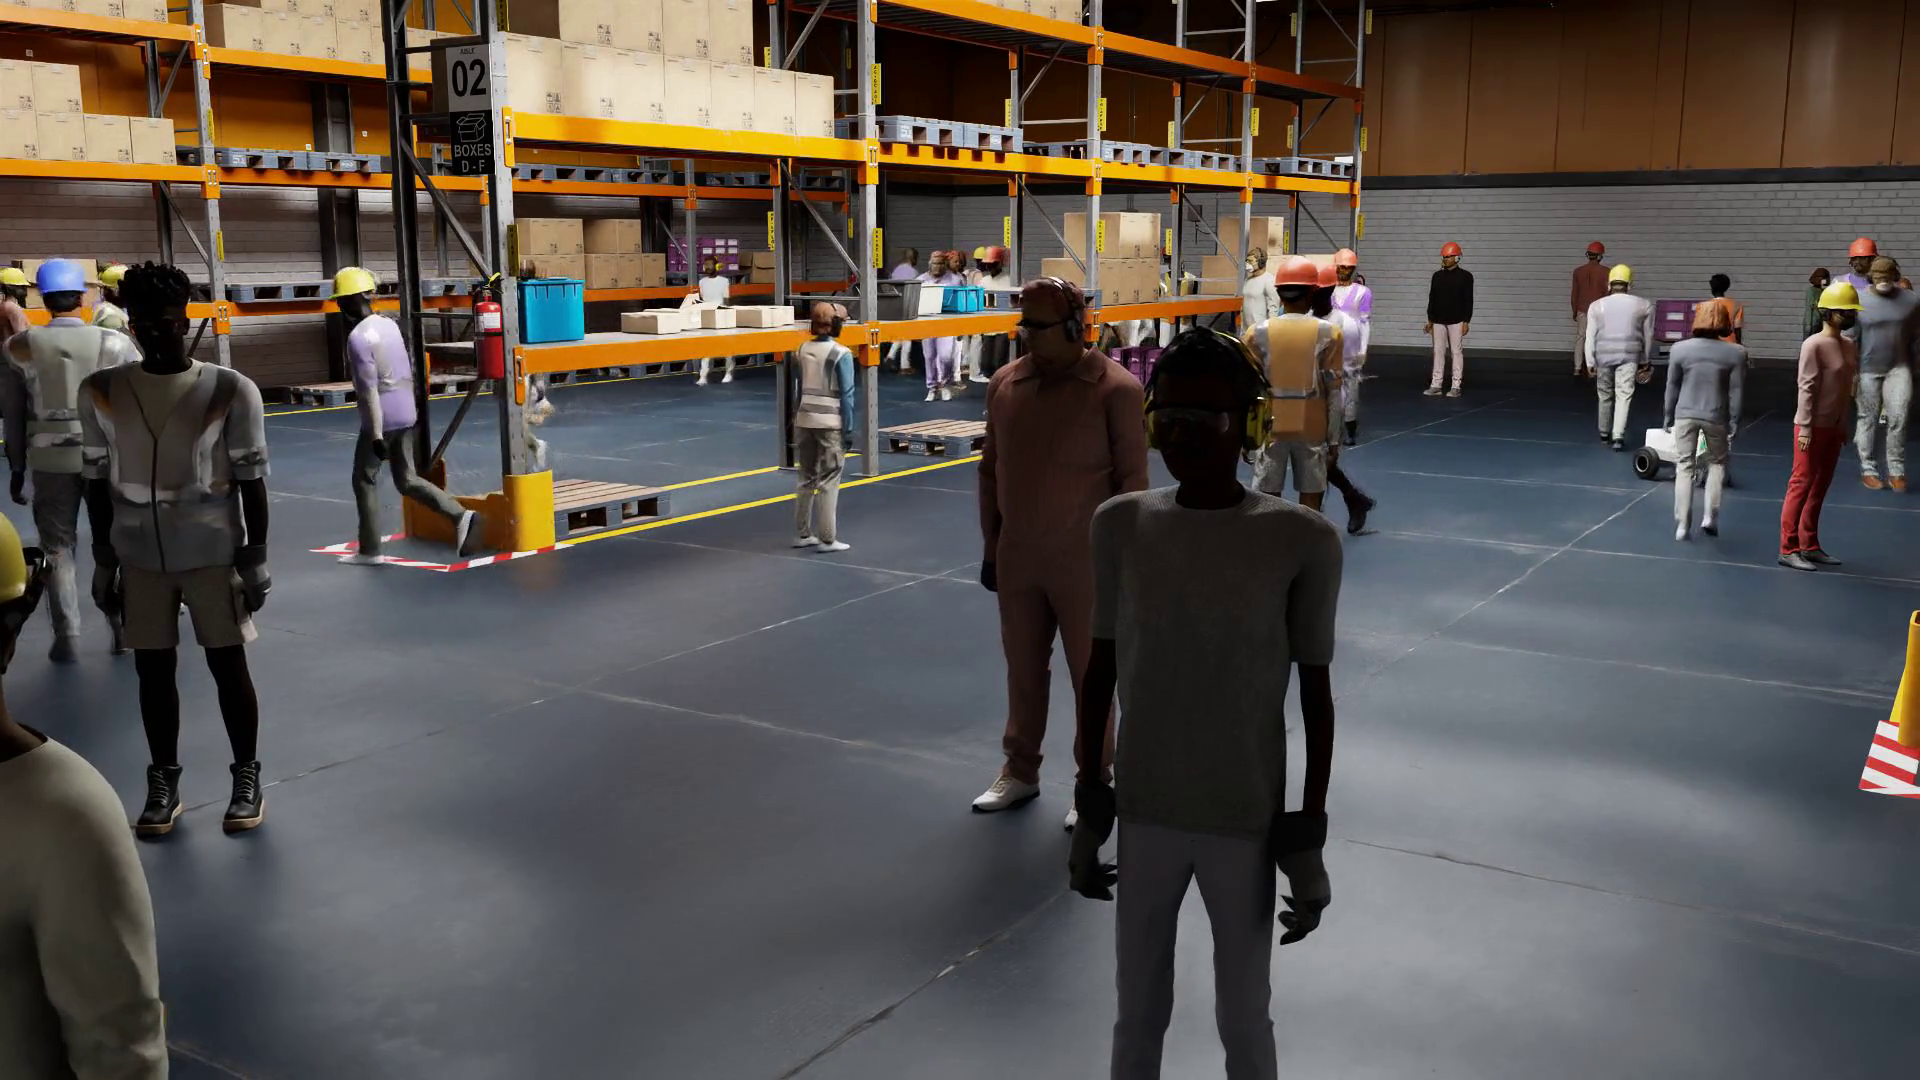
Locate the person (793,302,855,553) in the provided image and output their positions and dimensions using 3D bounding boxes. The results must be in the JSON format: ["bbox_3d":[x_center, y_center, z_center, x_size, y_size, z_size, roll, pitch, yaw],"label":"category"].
[{"bbox_3d":[-0.883,-0.726,10.821,0.517,1.621,0.333,9,14,42],"label":"person"}]

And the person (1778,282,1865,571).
[{"bbox_3d":[5.336,-0.696,10.247,0.533,1.767,0.327,-8,13,-36],"label":"person"}]

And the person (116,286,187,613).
[{"bbox_3d":[-4.387,-0.518,9.044,0.345,1.846,0.506,0,10,0],"label":"person"}]

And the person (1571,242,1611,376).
[{"bbox_3d":[9.439,-3.446,24.845,0.611,1.996,0.378,10,14,43],"label":"person"}]

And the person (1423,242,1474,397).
[{"bbox_3d":[6.327,-2.850,21.545,0.381,1.994,0.622,-9,14,-42],"label":"person"}]

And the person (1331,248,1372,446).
[{"bbox_3d":[3.767,-1.902,16.444,0.546,1.941,0.354,5,11,25],"label":"person"}]

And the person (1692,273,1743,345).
[{"bbox_3d":[8.493,-2.151,18.623,0.539,1.661,0.860,1,10,6],"label":"person"}]

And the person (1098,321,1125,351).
[{"bbox_3d":[2.365,-3.799,27.070,0.910,1.901,0.557,-3,11,-14],"label":"person"}]

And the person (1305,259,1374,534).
[{"bbox_3d":[2.497,-0.918,11.110,0.827,1.905,0.541,-6,12,-31],"label":"person"}]

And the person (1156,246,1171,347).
[{"bbox_3d":[3.639,-4.198,29.179,0.553,1.935,0.361,4,11,22],"label":"person"}]

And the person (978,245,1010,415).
[{"bbox_3d":[0.483,-2.452,19.427,0.618,1.967,0.686,8,13,39],"label":"person"}]

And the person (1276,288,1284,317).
[{"bbox_3d":[3.526,-2.025,17.844,0.323,1.691,0.536,3,11,16],"label":"person"}]

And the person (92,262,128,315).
[{"bbox_3d":[-7.116,-1.442,14.175,0.566,1.840,0.386,3,11,16],"label":"person"}]

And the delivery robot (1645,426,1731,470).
[{"bbox_3d":[6.083,-0.796,13.901,0.477,0.478,0.707,-3,11,-18],"label":"delivery robot"}]

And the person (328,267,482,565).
[{"bbox_3d":[-3.461,-0.750,10.275,0.845,1.869,0.578,2,10,11],"label":"person"}]

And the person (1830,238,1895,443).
[{"bbox_3d":[8.957,-1.986,16.631,0.608,2.044,0.377,9,14,42],"label":"person"}]

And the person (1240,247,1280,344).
[{"bbox_3d":[3.297,-2.269,18.484,0.357,1.938,0.638,-4,11,-21],"label":"person"}]

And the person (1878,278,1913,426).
[{"bbox_3d":[10.185,-2.040,18.129,0.511,1.606,0.732,4,11,22],"label":"person"}]

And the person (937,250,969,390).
[{"bbox_3d":[-0.107,-2.977,22.558,0.587,1.883,0.341,-8,13,-36],"label":"person"}]

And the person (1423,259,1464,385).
[{"bbox_3d":[6.786,-3.065,23.210,0.611,1.828,0.403,-1,10,-3],"label":"person"}]

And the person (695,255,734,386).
[{"bbox_3d":[-3.444,-3.094,23.401,0.540,1.826,0.962,4,11,19],"label":"person"}]

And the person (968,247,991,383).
[{"bbox_3d":[0.300,-3.207,23.716,0.371,1.925,0.595,-1,10,-8],"label":"person"}]

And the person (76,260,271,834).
[{"bbox_3d":[-2.651,0.038,5.665,0.598,1.958,0.371,-1,10,-5],"label":"person"}]

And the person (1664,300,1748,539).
[{"bbox_3d":[5.036,-0.807,11.281,0.509,1.618,0.449,6,12,29],"label":"person"}]

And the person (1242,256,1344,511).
[{"bbox_3d":[1.836,-0.597,9.229,0.548,1.934,0.374,2,11,13],"label":"person"}]

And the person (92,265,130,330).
[{"bbox_3d":[-6.845,-1.307,13.476,0.513,1.816,0.607,-5,11,-25],"label":"person"}]

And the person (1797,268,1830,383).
[{"bbox_3d":[12.053,-3.013,23.458,0.501,1.631,0.287,-9,14,-41],"label":"person"}]

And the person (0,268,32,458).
[{"bbox_3d":[-8.771,-1.642,15.517,0.549,1.763,0.356,10,14,43],"label":"person"}]

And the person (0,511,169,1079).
[{"bbox_3d":[-1.163,0.793,1.997,0.532,1.768,0.311,6,12,28],"label":"person"}]

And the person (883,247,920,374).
[{"bbox_3d":[-0.834,-3.460,25.150,0.476,1.917,0.688,-7,13,-35],"label":"person"}]

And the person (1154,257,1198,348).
[{"bbox_3d":[2.986,-3.037,23.036,0.626,1.837,0.429,0,10,-1],"label":"person"}]

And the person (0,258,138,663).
[{"bbox_3d":[-4.263,-0.379,8.064,0.645,1.931,0.465,-4,11,-23],"label":"person"}]

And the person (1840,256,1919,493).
[{"bbox_3d":[7.386,-1.320,13.343,0.665,1.896,0.679,3,11,14],"label":"person"}]

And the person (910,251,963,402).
[{"bbox_3d":[-0.302,-2.649,20.746,0.671,1.880,0.544,3,11,14],"label":"person"}]

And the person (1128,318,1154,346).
[{"bbox_3d":[3.071,-4.013,28.477,0.448,1.819,0.674,8,13,37],"label":"person"}]

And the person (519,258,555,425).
[{"bbox_3d":[-4.698,-2.140,18.083,0.443,1.828,0.629,-2,10,-9],"label":"person"}]

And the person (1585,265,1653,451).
[{"bbox_3d":[6.396,-1.769,16.168,0.604,1.789,0.952,5,11,25],"label":"person"}]

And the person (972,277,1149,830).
[{"bbox_3d":[0.324,0.051,5.748,0.643,1.899,0.399,7,12,34],"label":"person"}]

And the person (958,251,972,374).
[{"bbox_3d":[0.048,-3.430,25.160,0.674,1.844,0.723,10,14,44],"label":"person"}]

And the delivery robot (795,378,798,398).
[{"bbox_3d":[-1.680,-1.832,19.639,0.477,0.478,0.707,3,10,15],"label":"delivery robot"}]

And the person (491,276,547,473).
[{"bbox_3d":[-3.599,-1.356,13.711,0.545,1.849,0.654,3,11,18],"label":"person"}]

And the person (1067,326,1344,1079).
[{"bbox_3d":[0.444,0.538,3.126,0.515,1.872,0.328,4,11,22],"label":"person"}]
